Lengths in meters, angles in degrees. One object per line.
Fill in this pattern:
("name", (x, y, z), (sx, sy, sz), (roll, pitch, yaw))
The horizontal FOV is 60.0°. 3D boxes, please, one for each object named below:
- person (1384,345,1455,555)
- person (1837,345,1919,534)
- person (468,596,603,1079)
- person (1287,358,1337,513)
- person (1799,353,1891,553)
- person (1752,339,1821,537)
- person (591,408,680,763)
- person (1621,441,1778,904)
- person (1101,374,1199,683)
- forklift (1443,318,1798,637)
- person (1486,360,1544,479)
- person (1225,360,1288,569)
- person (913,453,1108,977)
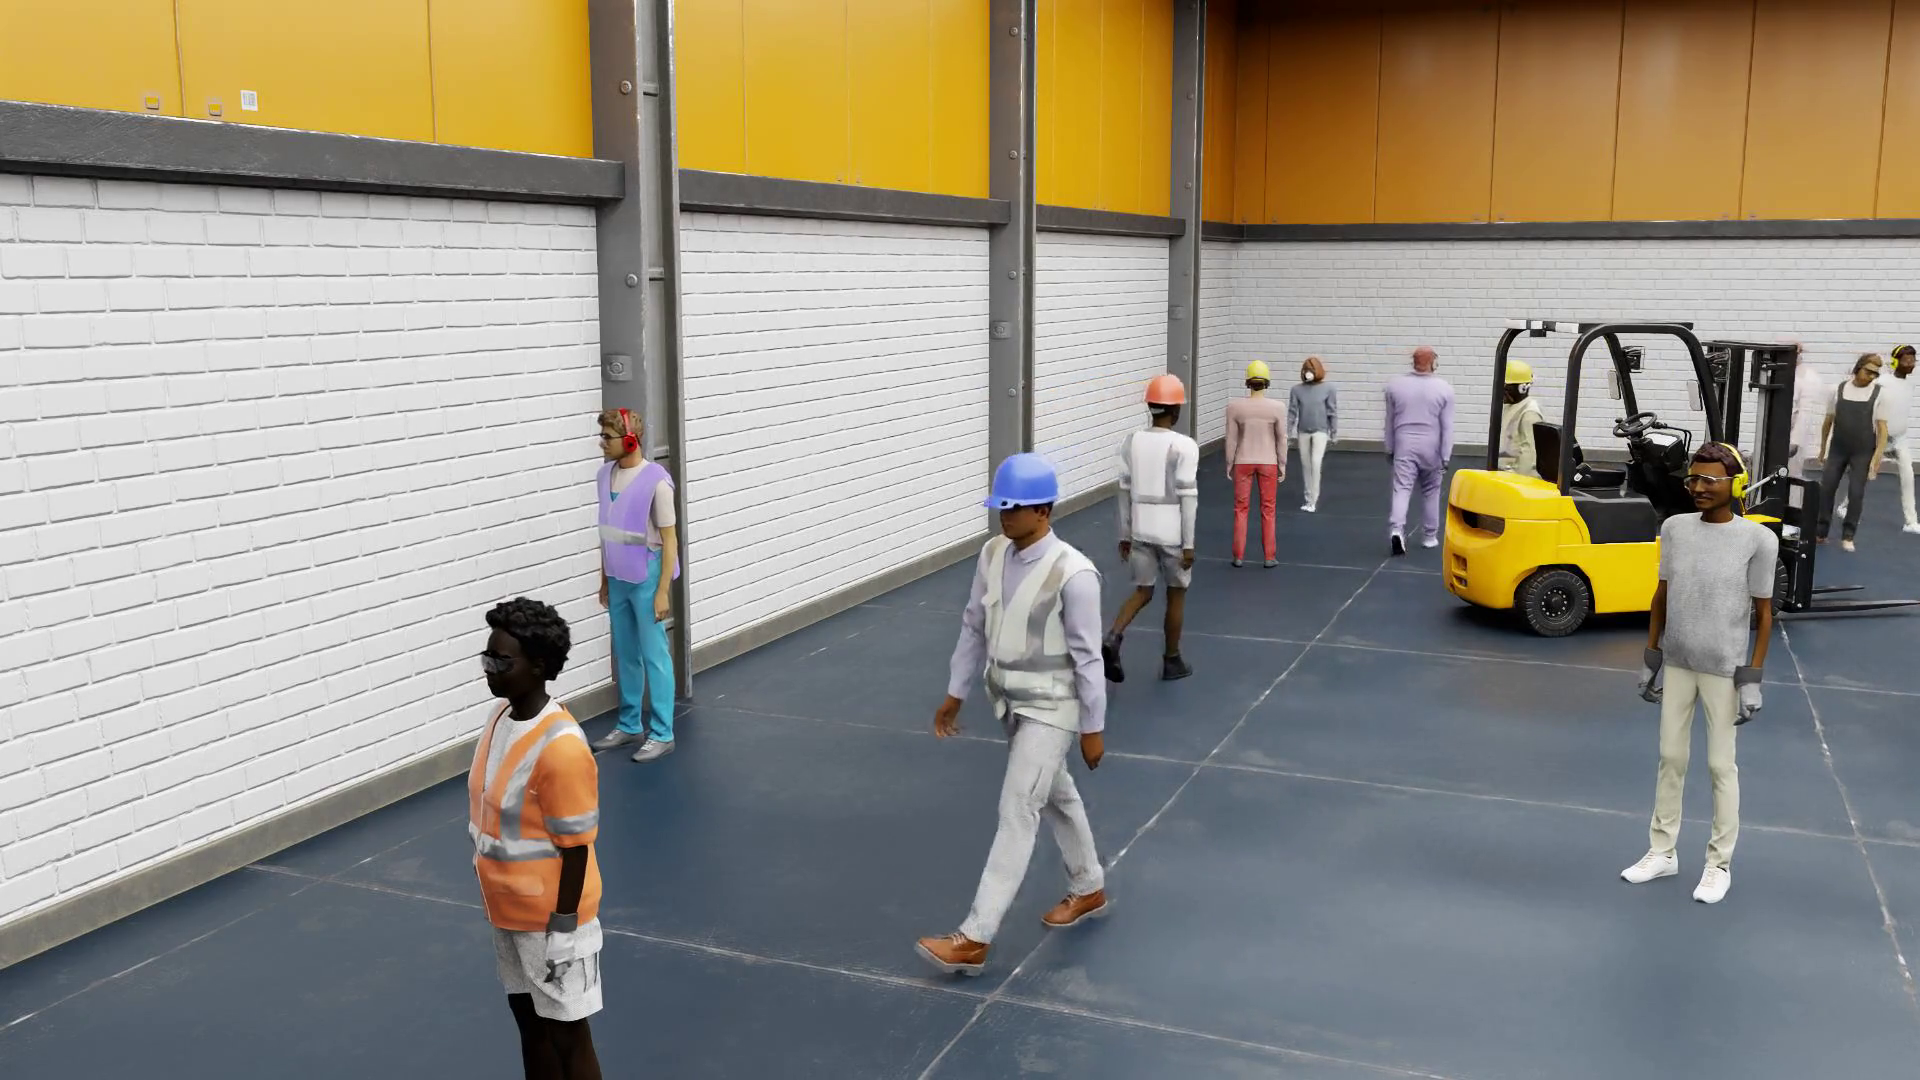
("person", (4.087, -0.808, 14.880), (0.638, 1.873, 0.927), (4, 10, 25))
("person", (9.041, -1.000, 16.220), (0.482, 1.821, 0.991), (-2, 10, -14))
("person", (-1.147, 0.987, 4.492), (0.318, 1.700, 0.535), (-7, 12, -38))
("person", (3.619, -1.080, 17.285), (0.520, 1.608, 0.681), (6, 11, 32))
("person", (7.960, -0.780, 14.889), (0.594, 1.803, 0.453), (8, 12, 39))
("person", (7.699, -0.948, 15.654), (0.653, 1.879, 0.656), (-4, 10, -23))
("person", (-1.676, 0.227, 8.675), (0.564, 1.838, 0.390), (9, 13, 42))
("person", (3.013, 0.527, 6.764), (0.328, 1.872, 0.513), (-8, 12, -40))
("person", (1.166, -0.045, 10.099), (0.546, 1.919, 0.756), (8, 12, 40))
("forklift", (4.706, -0.497, 11.990), (2.313, 2.155, 1.214), (-2, 10, -10))
("person", (4.394, -0.516, 13.228), (0.404, 1.825, 0.601), (0, 9, 0))
("person", (2.511, -0.636, 14.115), (0.530, 1.772, 0.303), (2, 10, 13))
("person", (0.223, 0.617, 6.161), (1.016, 1.889, 0.627), (-6, 11, -32))
